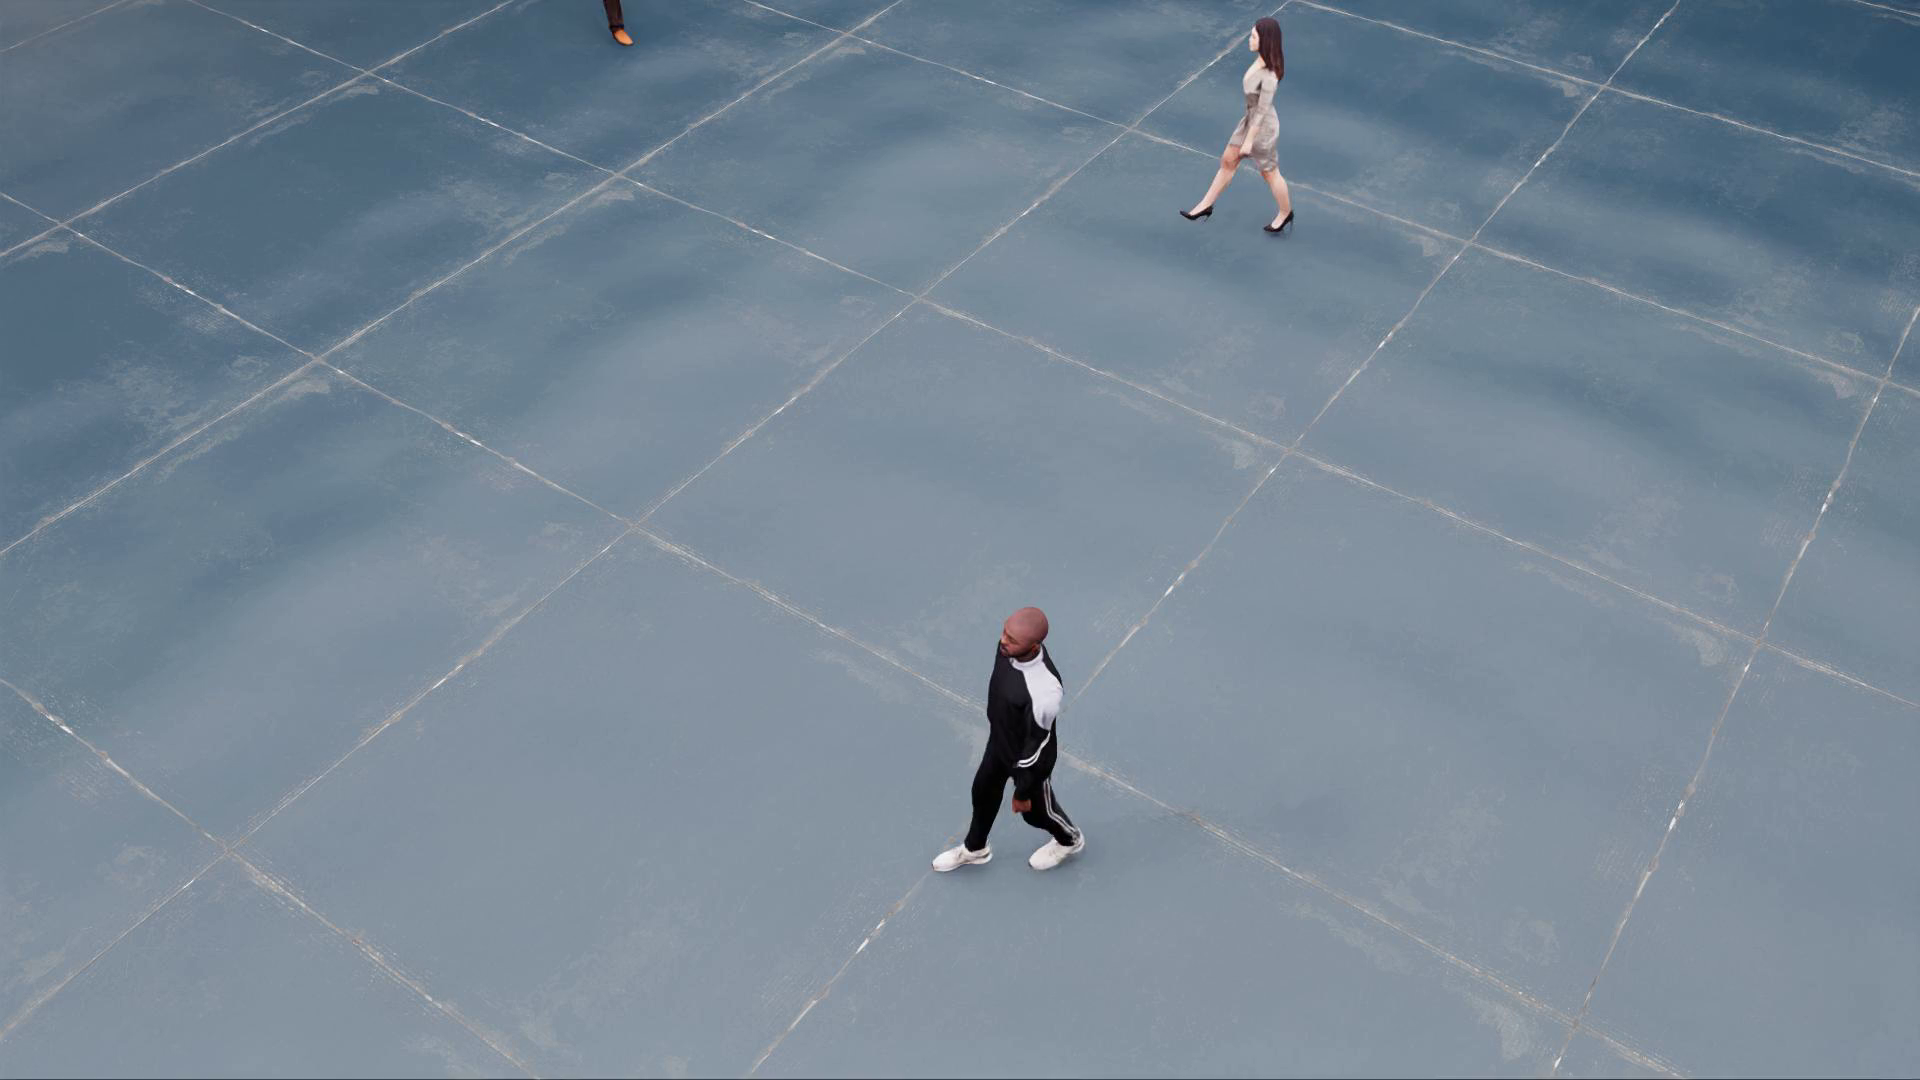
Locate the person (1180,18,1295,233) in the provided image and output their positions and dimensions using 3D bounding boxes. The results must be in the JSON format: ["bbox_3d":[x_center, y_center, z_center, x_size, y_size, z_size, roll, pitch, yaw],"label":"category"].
[{"bbox_3d":[2.266,-2.963,12.149,1.171,1.694,1.035,-1,43,-1],"label":"person"}]

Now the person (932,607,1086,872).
[{"bbox_3d":[0.374,0.970,7.856,1.078,1.805,1.074,-13,45,-14],"label":"person"}]
